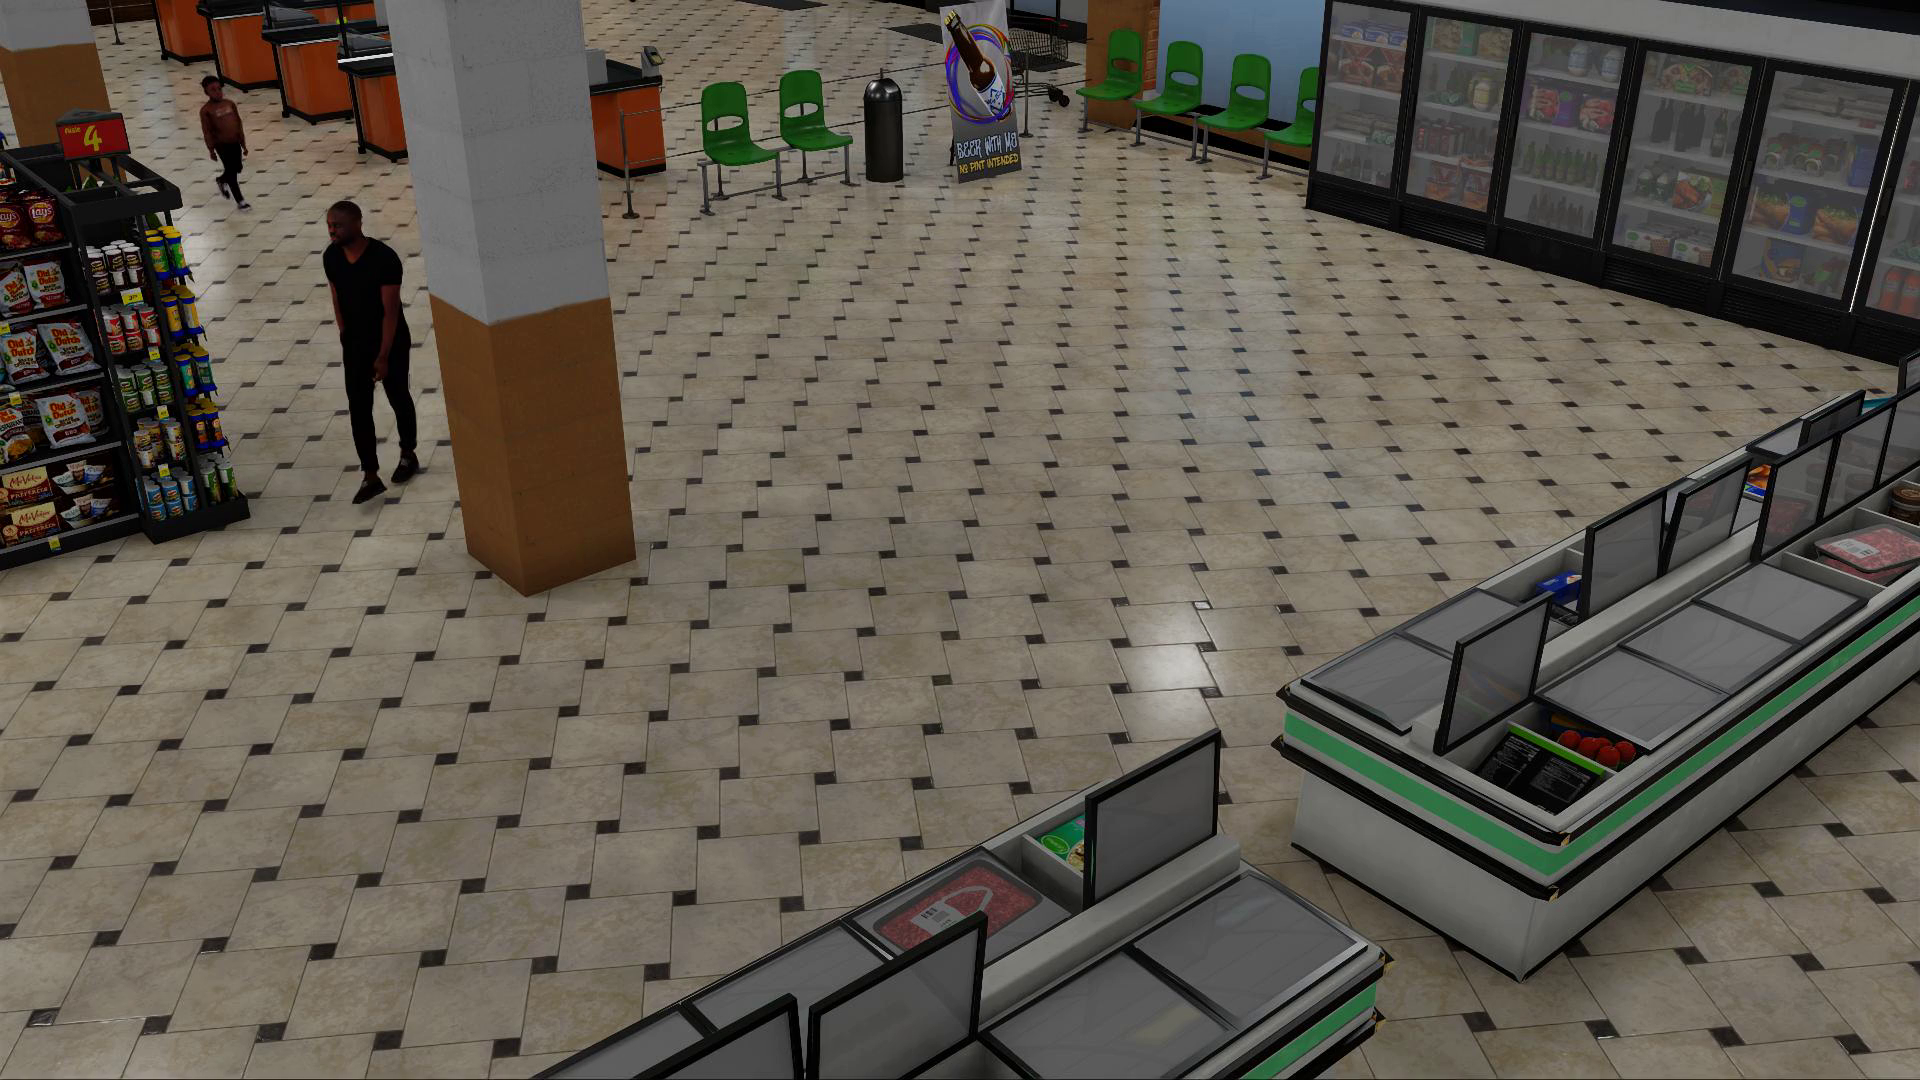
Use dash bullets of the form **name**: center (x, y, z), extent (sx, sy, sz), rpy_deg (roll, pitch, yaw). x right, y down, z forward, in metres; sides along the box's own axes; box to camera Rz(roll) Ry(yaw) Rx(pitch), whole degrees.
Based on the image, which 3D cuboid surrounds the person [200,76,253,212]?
- **person**: center (-6.933, -3.741, 15.662), extent (0.704, 1.238, 0.835), rpy_deg (19, 32, 32)

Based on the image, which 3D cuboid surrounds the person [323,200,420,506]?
- **person**: center (-3.450, -1.174, 9.992), extent (0.991, 1.788, 1.075), rpy_deg (5, 27, 9)
